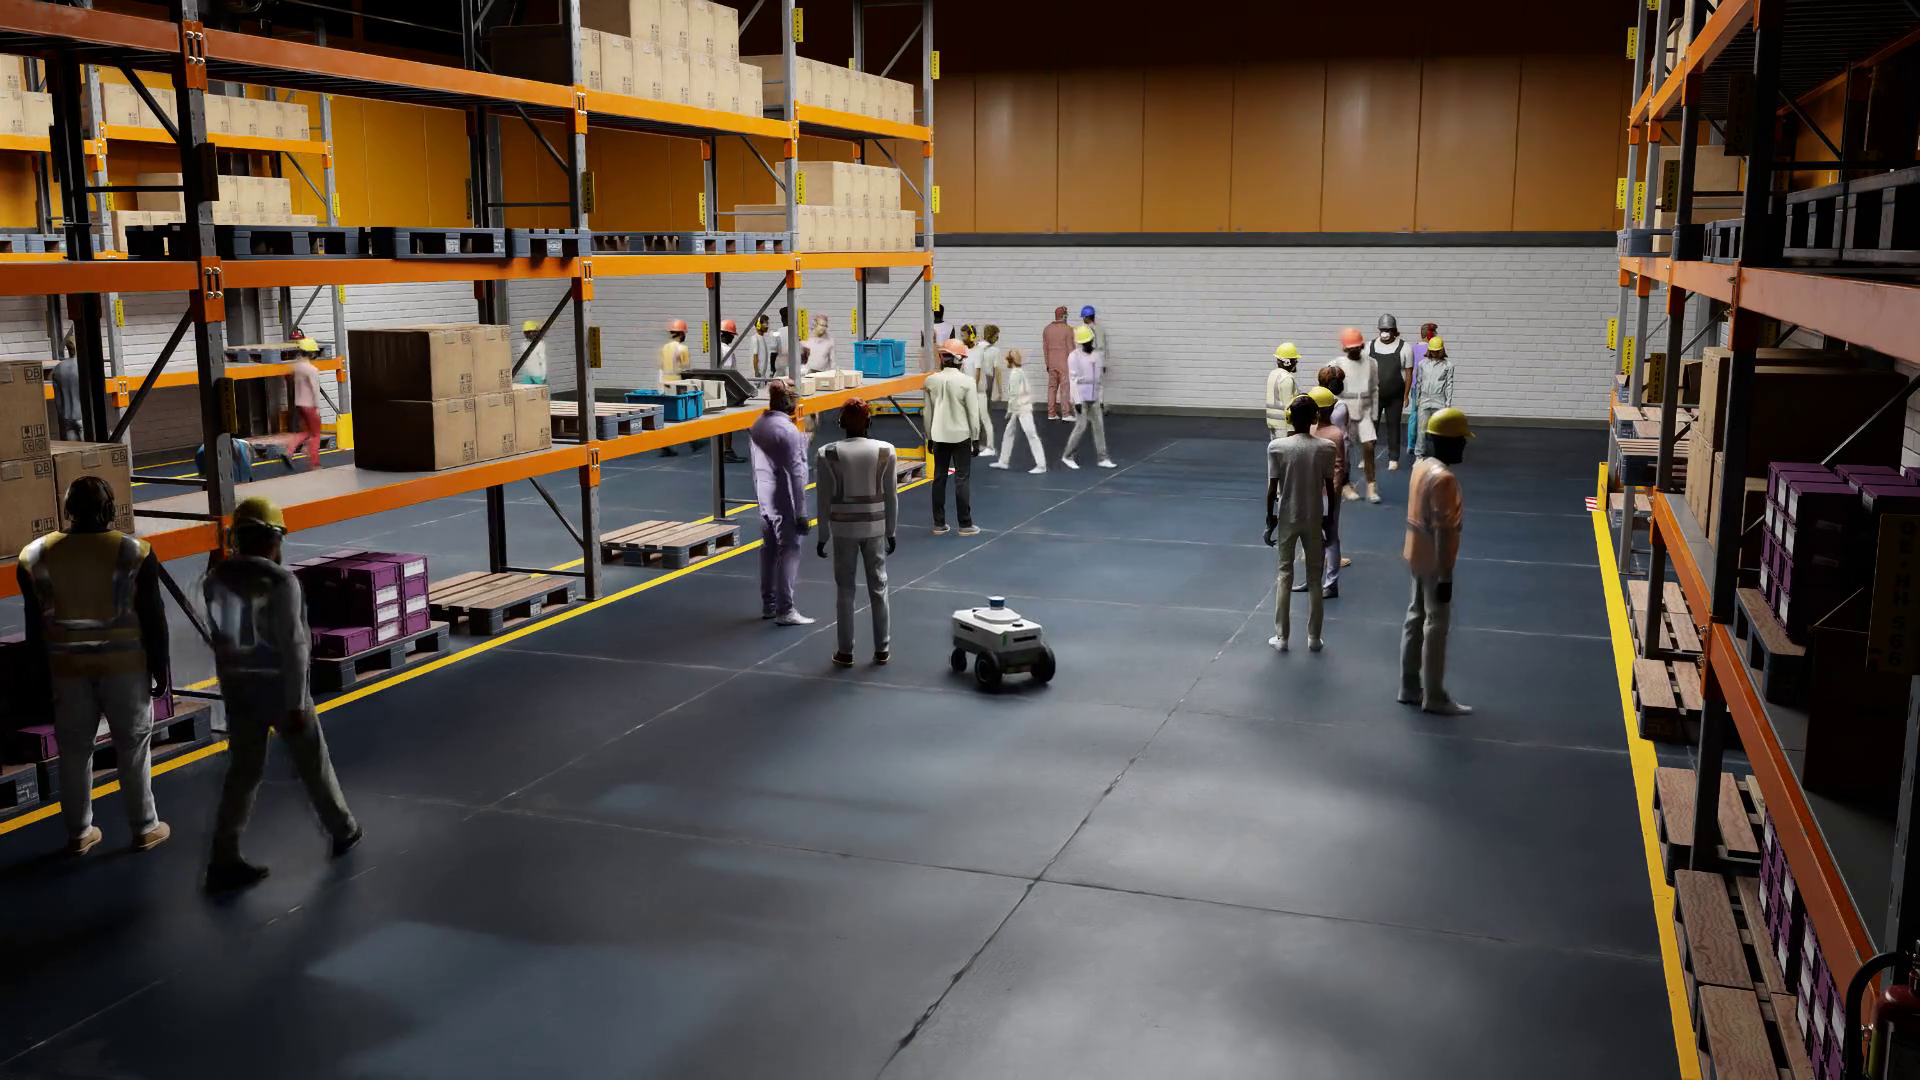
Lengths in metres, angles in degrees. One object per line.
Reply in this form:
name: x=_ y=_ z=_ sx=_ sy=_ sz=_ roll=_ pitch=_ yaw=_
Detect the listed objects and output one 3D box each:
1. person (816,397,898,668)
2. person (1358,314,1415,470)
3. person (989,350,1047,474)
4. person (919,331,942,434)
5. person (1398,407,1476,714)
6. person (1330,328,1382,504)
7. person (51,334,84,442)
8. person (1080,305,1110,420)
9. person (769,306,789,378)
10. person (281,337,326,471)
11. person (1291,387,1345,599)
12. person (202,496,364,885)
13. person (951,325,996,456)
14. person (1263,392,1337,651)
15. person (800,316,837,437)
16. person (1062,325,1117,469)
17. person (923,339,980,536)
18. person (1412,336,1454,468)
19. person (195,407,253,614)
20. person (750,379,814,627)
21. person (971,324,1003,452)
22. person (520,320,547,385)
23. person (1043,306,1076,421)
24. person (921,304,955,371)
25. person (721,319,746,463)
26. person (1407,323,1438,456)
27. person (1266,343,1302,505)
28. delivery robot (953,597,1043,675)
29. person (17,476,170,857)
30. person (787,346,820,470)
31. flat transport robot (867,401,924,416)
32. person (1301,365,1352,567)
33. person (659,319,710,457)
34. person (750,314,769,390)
person: x=-0.713 y=-0.050 z=11.545 sx=0.574 sy=1.883 sz=0.361 roll=-2 pitch=10 yaw=-12
person: x=5.538 y=-1.929 z=21.684 sx=0.683 sy=2.000 sz=0.536 roll=5 pitch=11 yaw=24
person: x=0.767 y=-1.650 z=21.423 sx=0.766 sy=1.575 sz=0.541 roll=0 pitch=10 yaw=2
person: x=-0.468 y=-2.450 z=25.819 sx=0.507 sy=1.618 sz=0.517 roll=6 pitch=12 yaw=29
person: x=2.996 y=0.125 z=10.446 sx=0.388 sy=1.925 sz=0.593 roll=0 pitch=10 yaw=-2
person: x=4.500 y=-1.396 z=18.835 sx=0.645 sy=1.985 sz=0.822 roll=-2 pitch=10 yaw=-8
person: x=-9.781 y=-1.320 z=18.540 sx=0.627 sy=1.940 sz=0.370 roll=4 pitch=11 yaw=20
person: x=2.192 y=-2.949 z=27.740 sx=0.466 sy=1.921 sz=0.625 roll=6 pitch=12 yaw=30
person: x=-2.715 y=-2.704 z=26.277 sx=0.604 sy=1.959 sz=0.379 roll=-3 pitch=10 yaw=-15
person: x=-8.381 y=-1.708 z=21.251 sx=0.539 sy=1.748 sz=0.501 roll=8 pitch=13 yaw=37
person: x=2.990 y=-0.390 z=13.800 sx=0.329 sy=1.765 sz=0.526 roll=-3 pitch=11 yaw=-17
person: x=-3.237 y=0.688 z=7.736 sx=0.605 sy=1.772 sz=0.838 roll=4 pitch=11 yaw=22
person: x=0.133 y=-2.042 z=22.940 sx=0.885 sy=1.822 sz=0.506 roll=-7 pitch=12 yaw=-33
person: x=2.448 y=-0.119 z=11.998 sx=0.515 sy=1.862 sz=0.328 roll=1 pitch=10 yaw=3
person: x=-2.215 y=-2.483 z=25.327 sx=0.675 sy=1.858 sz=0.574 roll=-4 pitch=11 yaw=-23
person: x=1.679 y=-1.867 z=21.774 sx=0.633 sy=1.894 sz=0.585 roll=-8 pitch=13 yaw=-39
person: x=-0.071 y=-1.030 z=16.771 sx=0.608 sy=1.986 sz=0.391 roll=5 pitch=11 yaw=25
person: x=6.201 y=-1.798 z=21.807 sx=0.484 sy=1.736 sz=0.308 roll=4 pitch=11 yaw=20
person: x=-5.799 y=-0.243 z=13.185 sx=0.323 sy=1.689 sz=0.535 roll=4 pitch=11 yaw=21
person: x=-1.362 y=-0.294 z=12.876 sx=0.400 sy=1.902 sz=0.689 roll=-6 pitch=12 yaw=-32
person: x=0.326 y=-2.141 z=23.533 sx=0.529 sy=1.803 sz=0.506 roll=8 pitch=13 yaw=38
person: x=-6.776 y=-2.651 z=26.599 sx=0.530 sy=1.736 sz=0.801 roll=5 pitch=11 yaw=26
person: x=1.689 y=-2.929 z=27.691 sx=0.639 sy=1.911 sz=0.406 roll=9 pitch=14 yaw=43
person: x=-0.367 y=-3.061 z=28.403 sx=0.597 sy=1.918 sz=0.379 roll=1 pitch=10 yaw=7
person: x=-3.136 y=-1.998 z=22.379 sx=0.364 sy=1.933 sz=0.543 roll=-7 pitch=12 yaw=-36
person: x=6.429 y=-2.090 z=23.137 sx=0.377 sy=1.844 sz=0.566 roll=-3 pitch=11 yaw=-19
person: x=3.664 y=-1.308 z=18.770 sx=0.403 sy=1.833 sz=0.591 roll=-2 pitch=10 yaw=-8
delivery robot: x=0.249 y=0.626 z=11.215 sx=0.477 sy=0.478 sz=0.707 roll=-6 pitch=12 yaw=-30
person: x=-4.122 y=0.606 z=7.994 sx=0.621 sy=1.837 sz=0.429 roll=-2 pitch=10 yaw=-13
person: x=-2.026 y=-1.687 z=21.468 sx=0.363 sy=1.623 sz=0.545 roll=-9 pitch=14 yaw=-42
flat transport robot: x=-0.997 y=-2.280 z=28.637 sx=1.431 sy=0.197 sz=0.652 roll=-2 pitch=10 yaw=-9
person: x=3.355 y=-0.678 z=15.199 sx=0.429 sy=1.842 sz=0.636 roll=-4 pitch=11 yaw=-22
person: x=-3.842 y=-2.113 z=23.140 sx=0.977 sy=1.888 sz=0.553 roll=-9 pitch=13 yaw=-41
person: x=-3.068 y=-2.532 z=25.574 sx=0.310 sy=1.864 sz=0.534 roll=1 pitch=10 yaw=4
